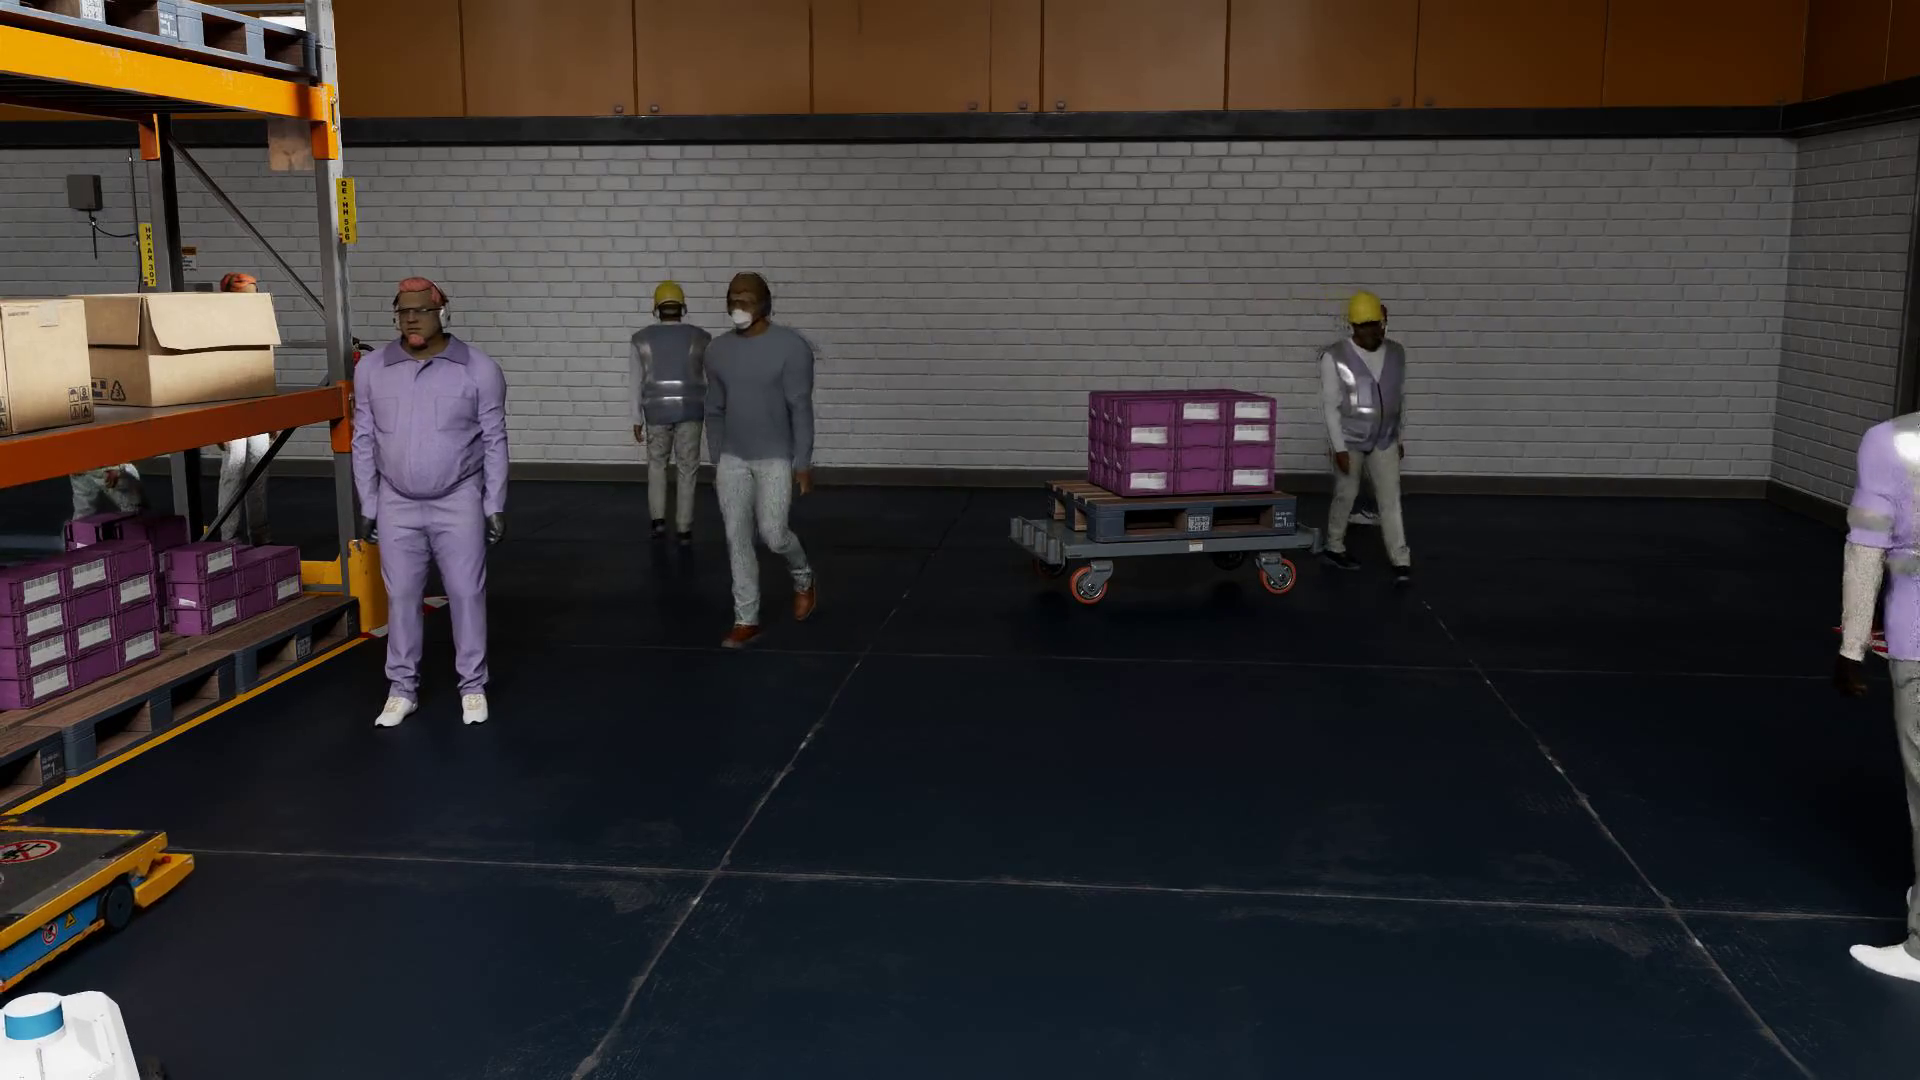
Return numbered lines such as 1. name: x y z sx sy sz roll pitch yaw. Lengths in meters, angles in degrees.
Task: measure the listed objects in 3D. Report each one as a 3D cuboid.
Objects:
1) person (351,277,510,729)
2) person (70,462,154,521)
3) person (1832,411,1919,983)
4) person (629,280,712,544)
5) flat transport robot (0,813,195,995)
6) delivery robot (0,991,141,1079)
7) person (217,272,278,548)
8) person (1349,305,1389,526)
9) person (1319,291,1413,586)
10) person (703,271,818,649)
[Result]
1. person: -2.243 -0.150 7.054 0.643 1.910 0.400 -1 10 -5
2. person: -4.714 -0.458 9.310 0.497 1.721 0.630 7 12 33
3. person: 2.779 0.278 4.680 0.596 1.891 0.648 0 10 -2
4. person: -1.968 -0.875 11.486 0.595 1.817 0.481 -1 10 -6
5. flat transport robot: -2.838 1.089 4.642 0.652 0.197 1.431 1 10 5
6. delivery robot: -1.805 1.138 3.278 0.477 0.478 0.707 -6 12 -32
7. person: -4.611 -0.771 10.703 0.344 1.878 0.580 2 10 14
8. person: 3.007 -0.931 12.328 0.275 1.629 0.505 2 10 12
9. person: 2.490 -0.634 10.216 0.620 1.774 0.904 -2 10 -13
10. person: -1.010 -0.418 8.556 0.644 1.919 0.615 4 11 23
